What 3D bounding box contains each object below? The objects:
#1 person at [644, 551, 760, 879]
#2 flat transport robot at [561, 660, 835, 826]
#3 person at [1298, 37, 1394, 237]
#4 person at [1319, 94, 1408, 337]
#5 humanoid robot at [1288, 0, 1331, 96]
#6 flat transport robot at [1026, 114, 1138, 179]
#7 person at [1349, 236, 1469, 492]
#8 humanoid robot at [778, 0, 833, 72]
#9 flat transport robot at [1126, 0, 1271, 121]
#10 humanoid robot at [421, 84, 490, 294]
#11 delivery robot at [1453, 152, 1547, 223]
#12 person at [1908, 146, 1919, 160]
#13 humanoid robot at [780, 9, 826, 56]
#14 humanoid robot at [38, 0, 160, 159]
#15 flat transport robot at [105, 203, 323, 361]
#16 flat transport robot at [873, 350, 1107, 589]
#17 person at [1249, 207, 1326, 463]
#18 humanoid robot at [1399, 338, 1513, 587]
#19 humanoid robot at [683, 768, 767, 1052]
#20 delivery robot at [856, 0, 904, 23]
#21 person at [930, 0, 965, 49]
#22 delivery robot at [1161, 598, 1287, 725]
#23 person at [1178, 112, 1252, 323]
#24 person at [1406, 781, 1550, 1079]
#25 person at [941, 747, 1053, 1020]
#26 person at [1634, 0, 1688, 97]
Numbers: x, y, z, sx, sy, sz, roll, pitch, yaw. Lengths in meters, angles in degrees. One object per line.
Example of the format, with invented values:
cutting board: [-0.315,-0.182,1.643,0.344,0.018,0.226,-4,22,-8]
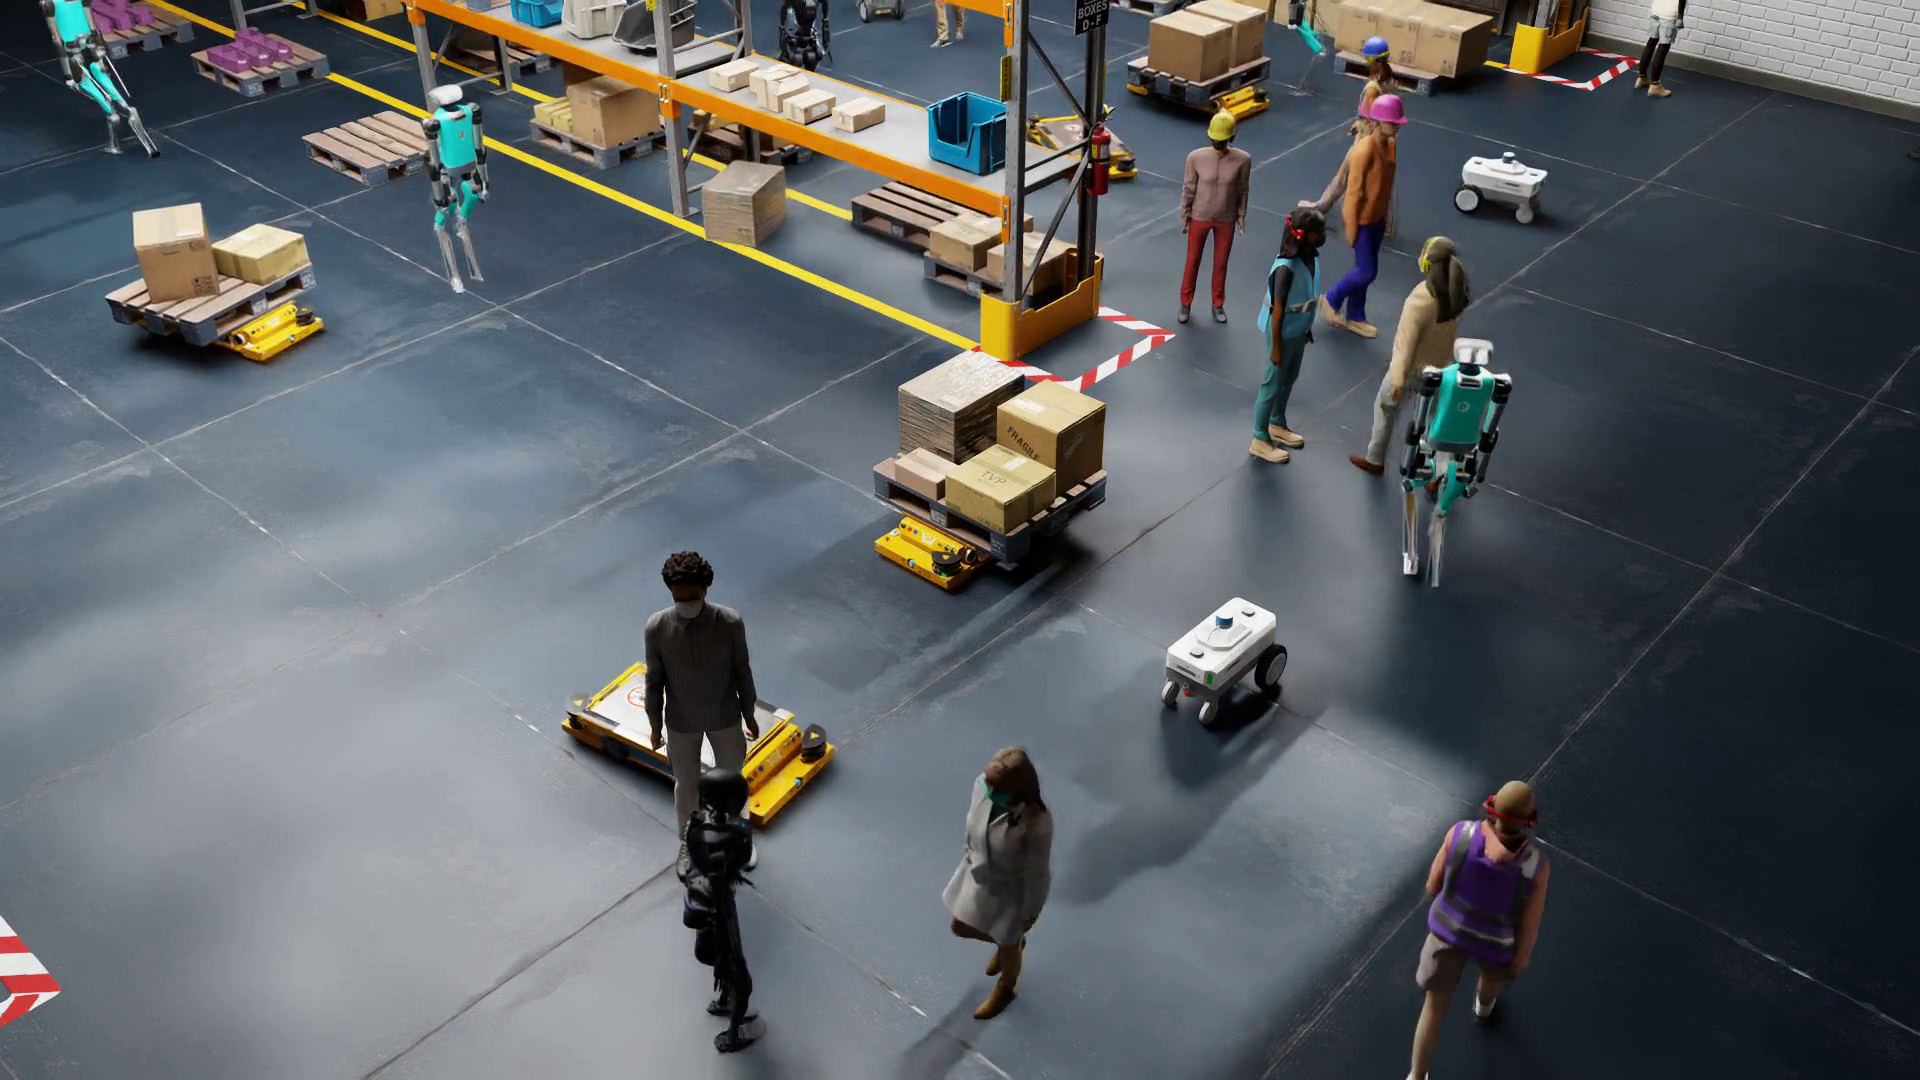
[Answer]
person: [-1.263,0.848,8.149,0.545,1.898,0.388,-6,35,-9]
flat transport robot: [-1.470,1.074,9.254,1.431,0.231,0.659,20,39,26]
person: [3.541,-3.567,14.691,0.933,1.728,0.462,23,41,29]
person: [3.193,-2.500,12.932,0.437,1.974,0.529,26,42,32]
humanoid robot: [3.685,-5.534,17.567,0.732,1.807,0.530,8,35,11]
flat transport robot: [1.194,-3.900,16.460,0.659,0.231,1.431,-10,36,-14]
person: [3.101,-1.163,11.100,0.562,1.844,0.827,-21,40,-28]
humanoid robot: [-1.593,-4.954,16.757,0.609,1.643,0.480,-20,39,-26]
flat transport robot: [2.536,-4.802,17.767,1.431,0.231,0.659,29,44,35]
humanoid robot: [-4.208,-2.912,13.735,0.665,1.799,0.533,26,42,32]
delivery robot: [4.973,-3.266,15.306,0.817,0.613,0.499,20,39,26]
person: [9.608,-4.618,16.053,0.405,1.925,0.581,27,43,34]
humanoid robot: [-1.795,-6.264,18.667,0.863,1.856,0.549,21,40,28]
humanoid robot: [-8.244,-4.495,16.091,0.853,1.855,0.556,14,37,20]
flat transport robot: [-5.926,-1.803,13.422,1.431,0.231,0.659,16,38,22]
flat transport robot: [0.158,-0.172,11.059,0.659,0.231,1.431,27,43,33]
person: [2.258,-1.420,11.474,0.389,1.860,0.509,25,42,31]
humanoid robot: [2.969,-0.492,10.280,0.554,1.851,0.717,4,35,6]
humanoid robot: [-1.042,1.601,7.293,0.322,1.643,0.613,-3,35,-5]
delivery robot: [-1.012,-6.605,20.144,0.499,0.613,0.816,-12,36,-17]
person: [-0.134,-6.531,19.008,0.554,1.705,0.665,23,41,30]
delivery robot: [1.506,0.646,9.597,0.499,0.566,0.739,27,43,33]
person: [2.012,-2.544,13.178,0.527,1.765,0.325,1,35,1]
person: [2.217,1.674,7.173,0.505,1.636,0.950,17,38,23]
person: [0.184,1.528,7.370,0.382,1.642,0.506,-29,44,-35]
person: [7.514,-5.578,17.633,0.321,1.697,0.529,-5,35,-7]
